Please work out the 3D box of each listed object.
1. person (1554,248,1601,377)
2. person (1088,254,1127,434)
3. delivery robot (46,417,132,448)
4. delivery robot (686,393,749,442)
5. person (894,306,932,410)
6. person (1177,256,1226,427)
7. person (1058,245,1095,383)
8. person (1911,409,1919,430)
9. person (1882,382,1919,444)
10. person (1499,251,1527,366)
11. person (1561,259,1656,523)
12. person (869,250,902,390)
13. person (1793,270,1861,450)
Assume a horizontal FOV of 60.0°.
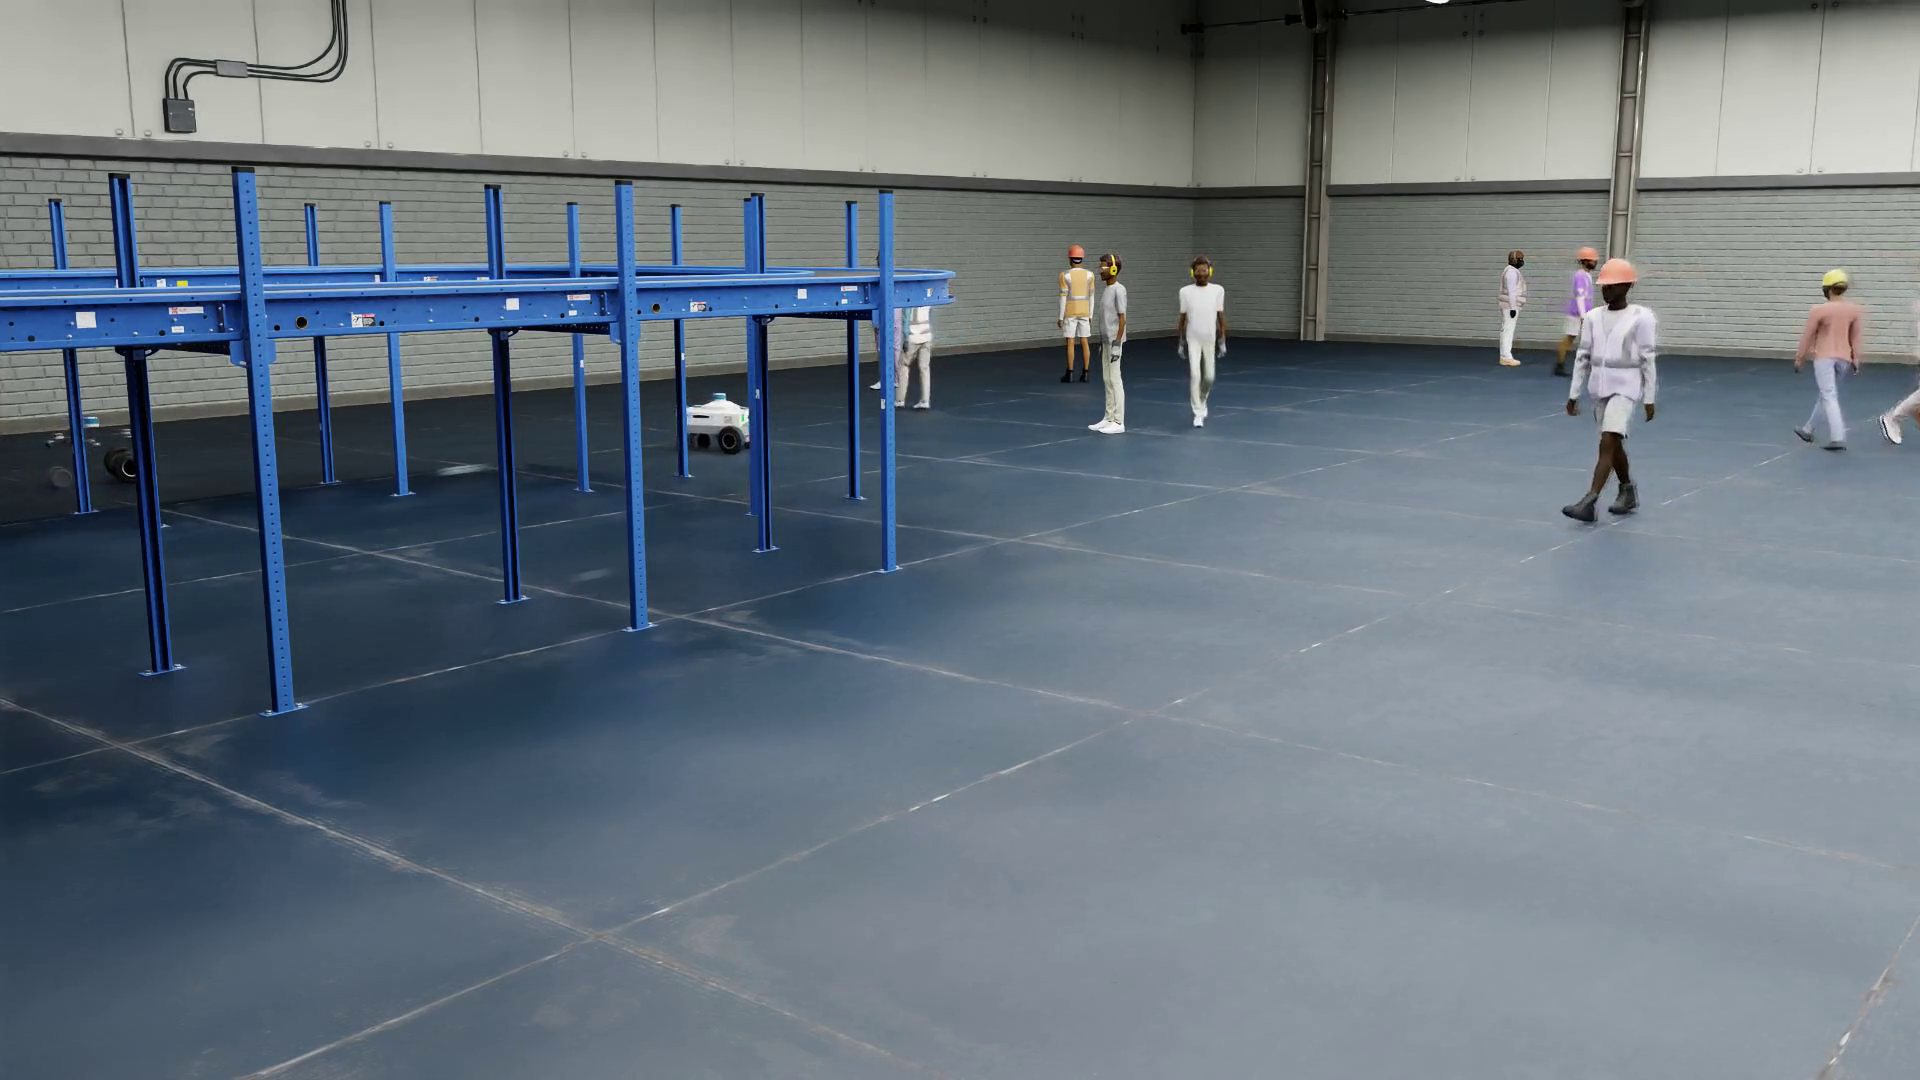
[{"bbox_3d":[9.298,-3.353,24.574,0.984,1.890,0.571,8,13,36],"label":"person"},{"bbox_3d":[1.578,-2.070,17.541,0.326,1.871,0.520,-3,11,-14],"label":"person"},{"bbox_3d":[-7.265,-0.916,13.931,0.698,0.223,0.335,-7,13,-35],"label":"delivery robot"},{"bbox_3d":[-2.312,-1.174,16.079,0.707,0.478,0.477,4,11,23],"label":"delivery robot"},{"bbox_3d":[-0.596,-2.373,19.871,0.603,1.621,0.547,9,13,39],"label":"person"},{"bbox_3d":[2.645,-2.185,18.238,0.535,1.850,0.633,0,10,2],"label":"person"},{"bbox_3d":[1.651,-3.230,23.781,0.542,1.938,0.358,-3,11,-18],"label":"person"},{"bbox_3d":[10.042,-1.932,16.651,0.628,1.915,0.649,-5,11,-25],"label":"person"},{"bbox_3d":[9.491,-1.817,16.132,0.648,1.875,0.855,-5,11,-27],"label":"person"},{"bbox_3d":[8.989,-3.776,27.074,0.430,1.845,0.624,3,11,14],"label":"person"},{"bbox_3d":[4.731,-1.091,12.090,1.014,1.882,0.567,-7,12,-34],"label":"person"},{"bbox_3d":[-1.007,-2.999,22.620,0.397,1.900,0.664,6,12,32],"label":"person"},{"bbox_3d":[8.436,-1.761,16.225,0.547,1.712,0.895,-2,10,-8],"label":"person"}]
